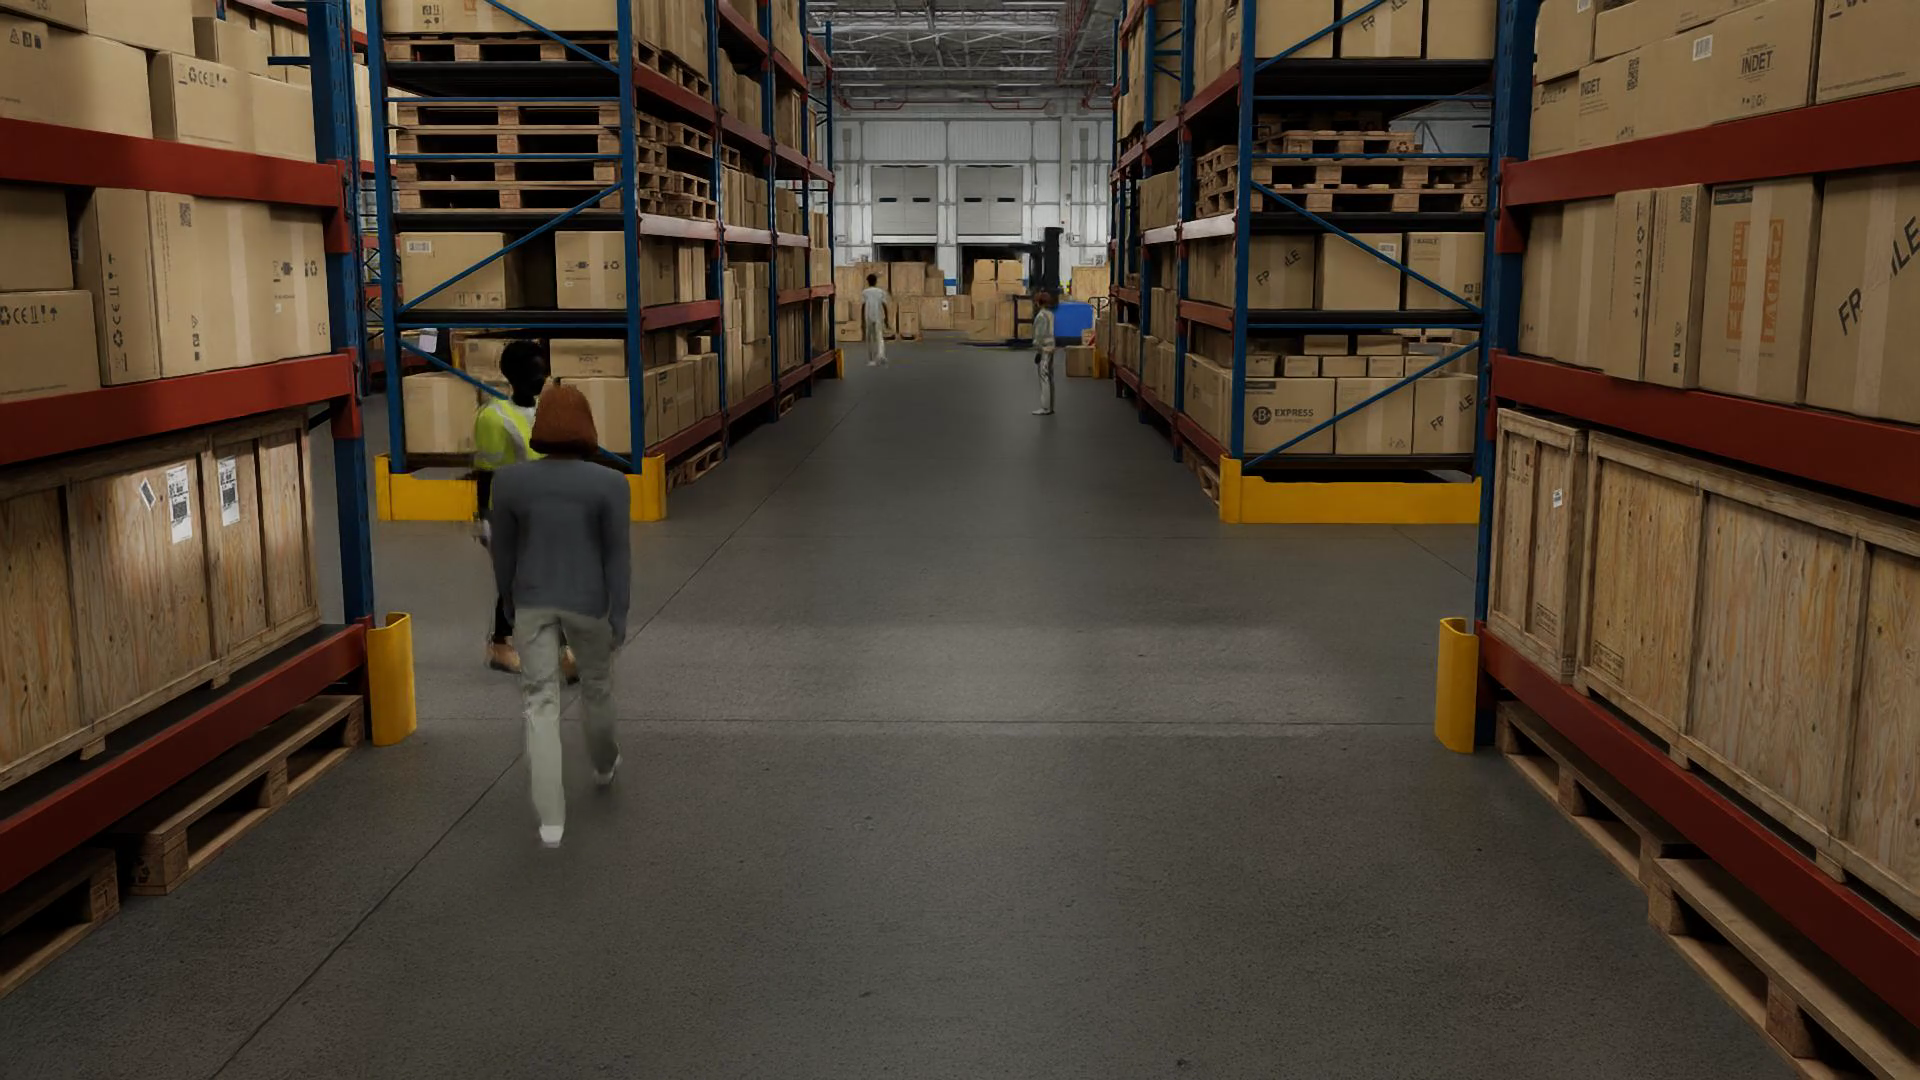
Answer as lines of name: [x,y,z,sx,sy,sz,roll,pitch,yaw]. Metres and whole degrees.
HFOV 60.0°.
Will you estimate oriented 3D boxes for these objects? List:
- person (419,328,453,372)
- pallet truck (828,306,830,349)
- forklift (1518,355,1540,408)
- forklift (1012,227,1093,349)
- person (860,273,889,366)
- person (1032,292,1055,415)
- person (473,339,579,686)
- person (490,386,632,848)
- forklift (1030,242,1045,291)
person: [-6.159,-2.200,19.609,0.380,1.920,0.596,-7,12,-38]
pallet truck: [-3.100,-3.940,29.800,1.885,1.965,0.823,3,10,19]
forklift: [6.373,-2.165,16.529,1.129,2.768,1.873,0,9,1]
forklift: [2.142,-5.842,38.557,1.873,2.768,1.129,0,9,0]
person: [-1.663,-4.278,32.373,0.552,1.829,0.867,-1,10,-7]
person: [1.120,-2.485,22.167,0.310,1.636,0.523,3,10,18]
person: [-2.012,-0.129,7.981,0.855,1.646,0.556,5,11,28]
person: [-1.428,0.240,6.015,0.506,1.576,0.887,-1,10,-8]
forklift: [3.230,-10.146,64.339,1.129,2.768,1.873,0,9,1]
